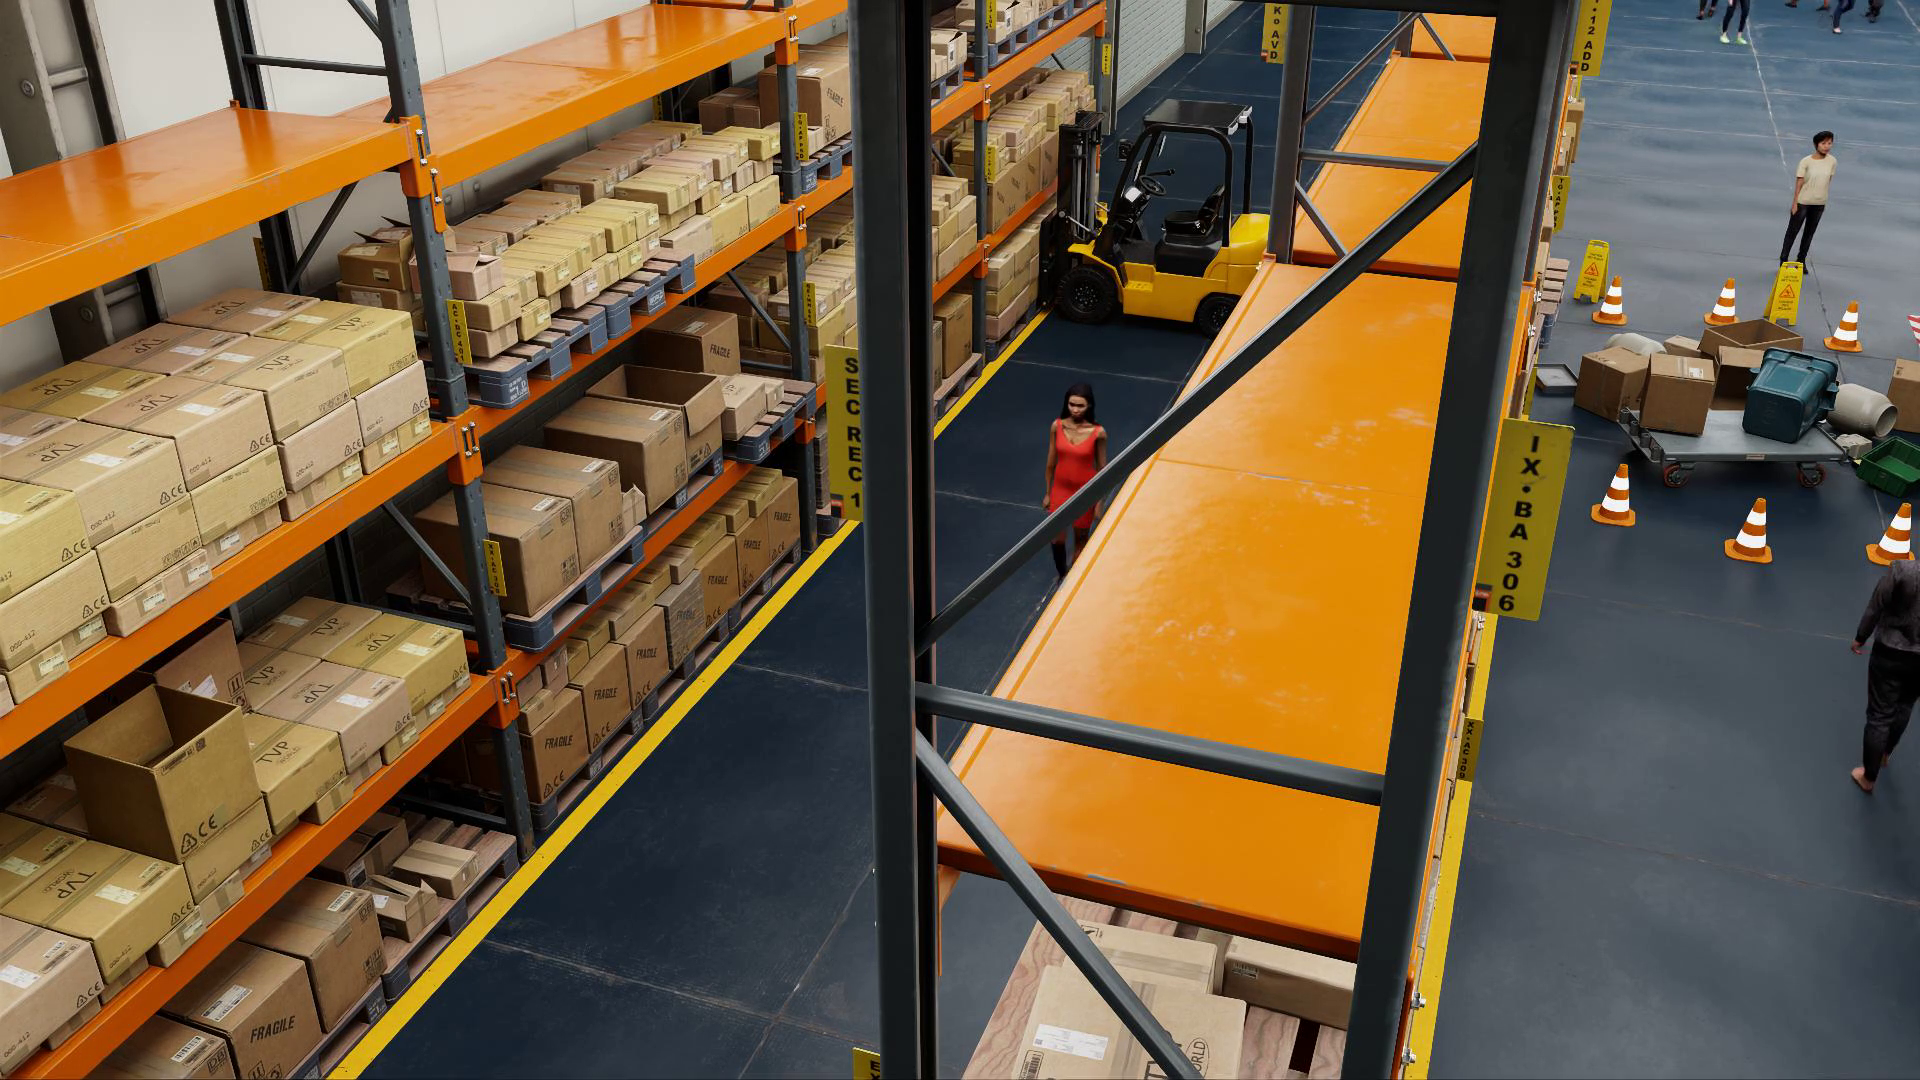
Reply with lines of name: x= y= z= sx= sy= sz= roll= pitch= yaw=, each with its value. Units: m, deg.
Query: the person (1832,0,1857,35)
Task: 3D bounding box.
person: x=16.216 y=-10.166 z=30.436 sx=0.778 sy=1.710 sz=0.877 roll=-4 pitch=28 yaw=-7

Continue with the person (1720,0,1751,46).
person: x=13.816 y=-9.709 z=29.609 sx=0.838 sy=1.682 sz=0.971 roll=-3 pitch=28 yaw=-6

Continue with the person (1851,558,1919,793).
person: x=5.640 y=0.715 z=9.878 sx=0.727 sy=1.830 sz=0.794 roll=8 pitch=29 yaw=14

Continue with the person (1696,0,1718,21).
person: x=14.367 y=-10.748 z=31.574 sx=0.779 sy=1.668 sz=1.183 roll=17 pitch=32 yaw=29

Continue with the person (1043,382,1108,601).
person: x=0.845 y=-0.360 z=12.021 sx=0.630 sy=1.713 sz=0.592 roll=7 pitch=29 yaw=13

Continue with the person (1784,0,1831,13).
person: x=16.630 y=-11.032 z=32.099 sx=1.181 sy=1.676 sz=1.173 roll=-16 pitch=32 yaw=-27

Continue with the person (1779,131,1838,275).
person: x=9.468 y=-3.761 z=18.540 sx=0.655 sy=1.588 sz=0.615 roll=-2 pitch=28 yaw=-3
